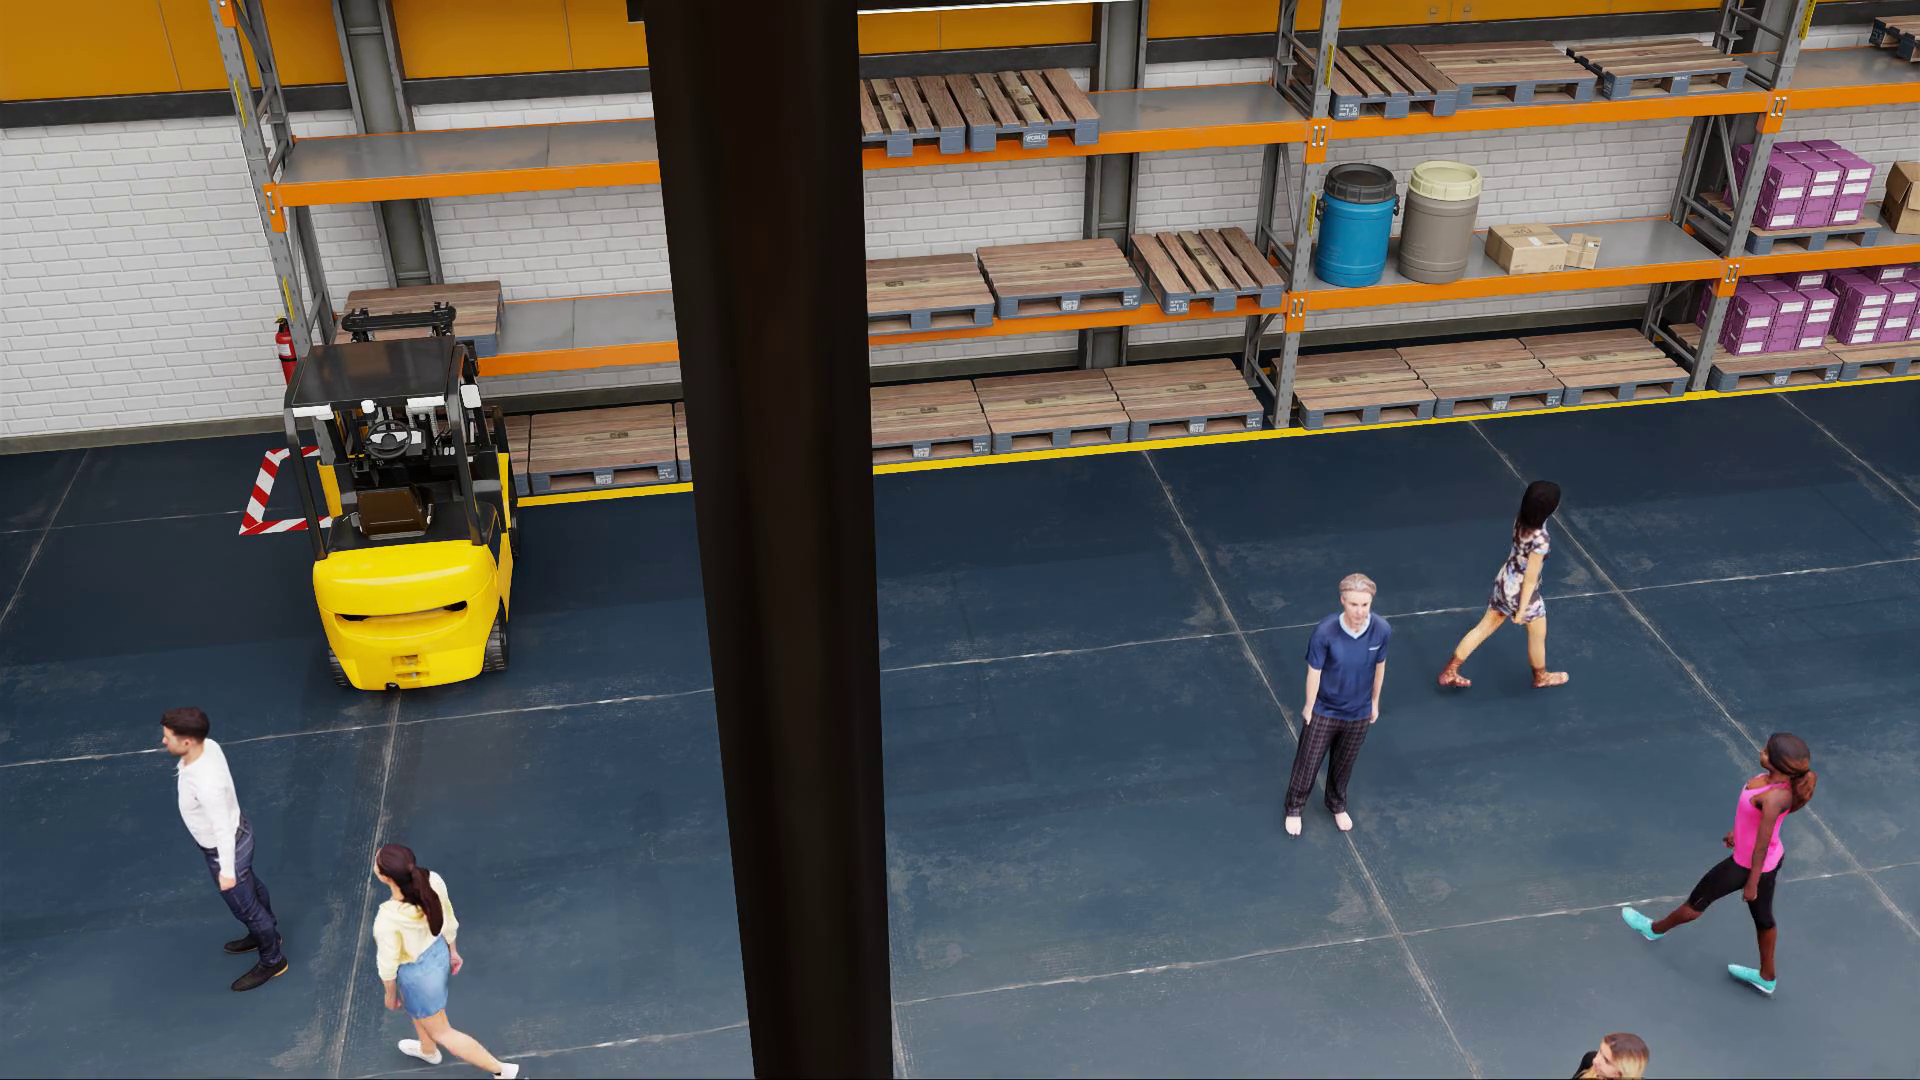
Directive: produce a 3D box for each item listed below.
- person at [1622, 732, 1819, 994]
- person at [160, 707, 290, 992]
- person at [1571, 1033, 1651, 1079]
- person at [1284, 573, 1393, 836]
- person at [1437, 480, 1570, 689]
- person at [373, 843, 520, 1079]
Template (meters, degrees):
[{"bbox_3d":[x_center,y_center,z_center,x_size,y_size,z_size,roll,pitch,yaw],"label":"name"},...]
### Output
[{"bbox_3d":[4.383,1.792,9.009,1.094,1.677,1.077,24,40,31],"label":"person"},{"bbox_3d":[-3.989,1.647,9.053,0.660,1.868,0.678,-14,36,-20],"label":"person"},{"bbox_3d":[2.838,2.806,7.489,0.538,1.671,0.602,-7,34,-10],"label":"person"},{"bbox_3d":[2.286,0.987,10.045,0.509,1.871,0.742,-2,34,-4],"label":"person"},{"bbox_3d":[3.653,0.358,11.157,1.141,1.687,0.636,-4,34,-6],"label":"person"},{"bbox_3d":[-2.661,2.217,8.436,1.151,1.603,0.947,11,35,16],"label":"person"}]
